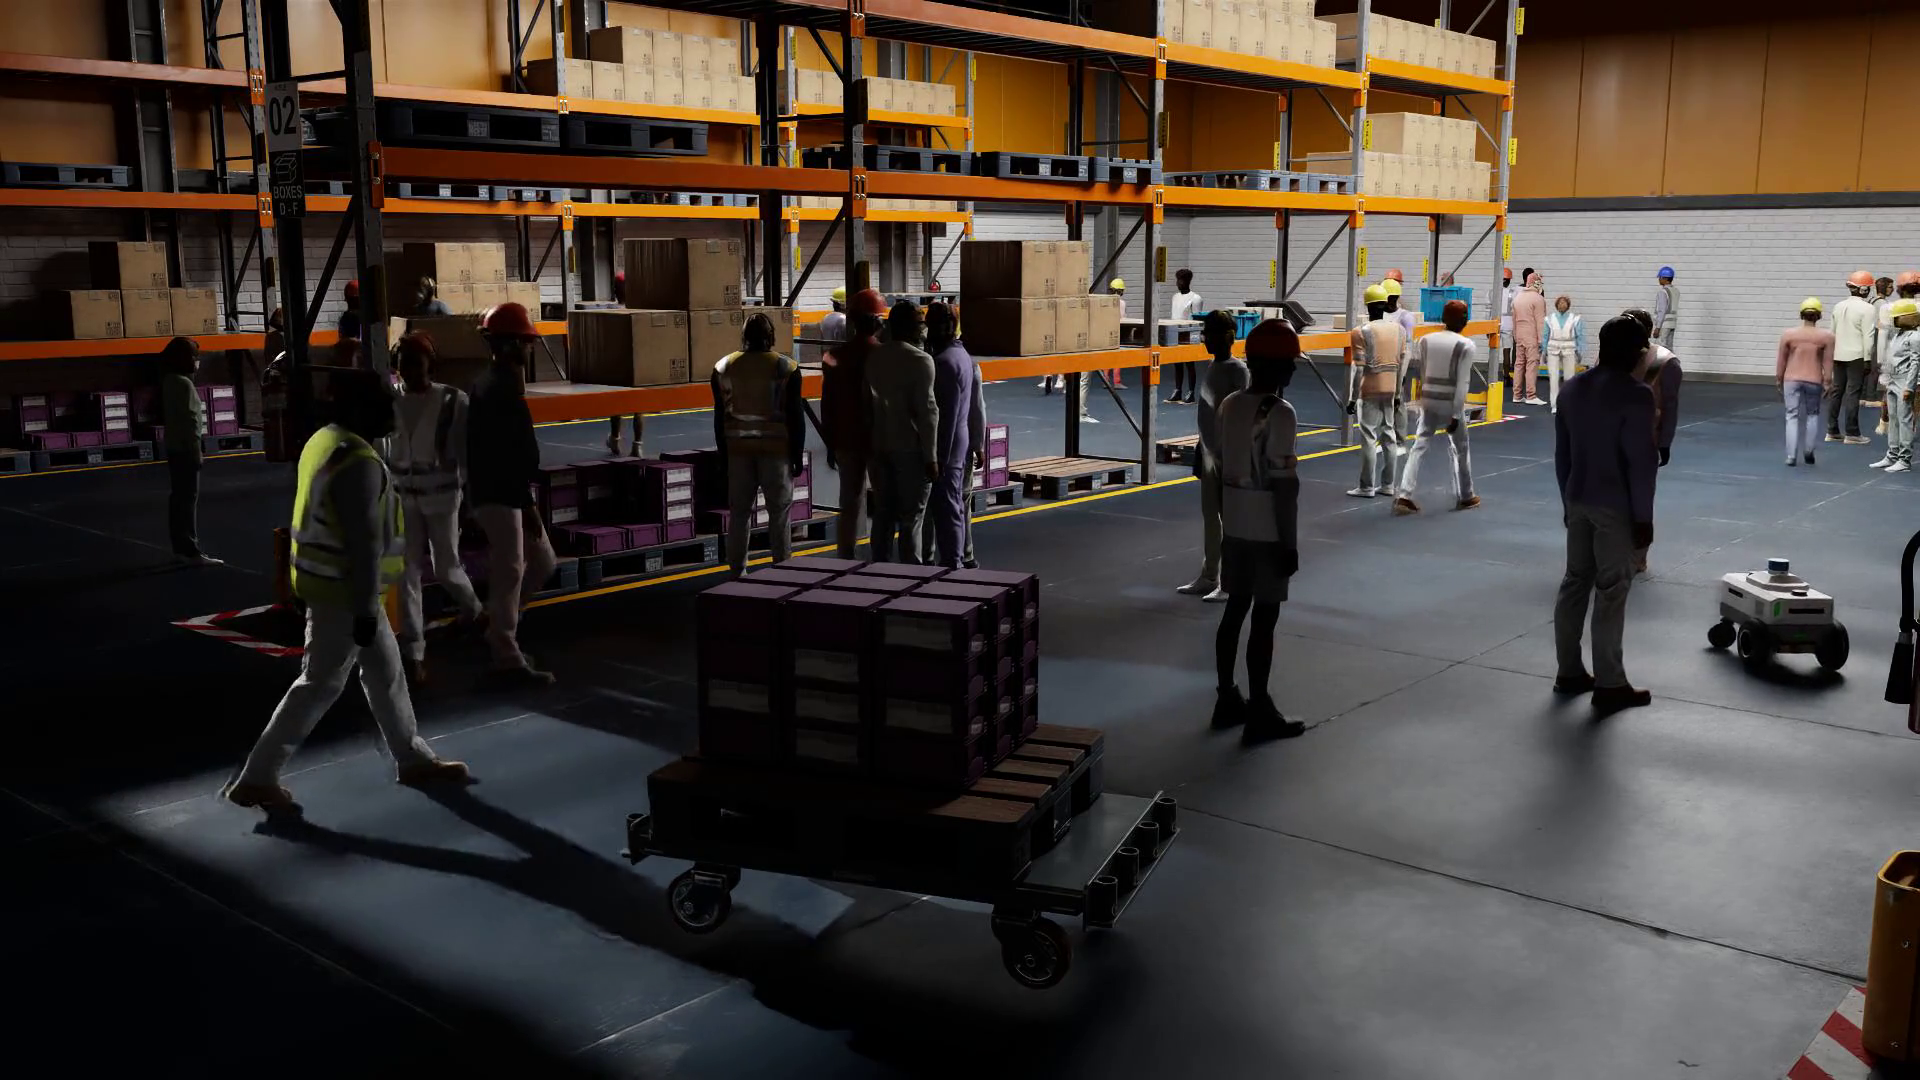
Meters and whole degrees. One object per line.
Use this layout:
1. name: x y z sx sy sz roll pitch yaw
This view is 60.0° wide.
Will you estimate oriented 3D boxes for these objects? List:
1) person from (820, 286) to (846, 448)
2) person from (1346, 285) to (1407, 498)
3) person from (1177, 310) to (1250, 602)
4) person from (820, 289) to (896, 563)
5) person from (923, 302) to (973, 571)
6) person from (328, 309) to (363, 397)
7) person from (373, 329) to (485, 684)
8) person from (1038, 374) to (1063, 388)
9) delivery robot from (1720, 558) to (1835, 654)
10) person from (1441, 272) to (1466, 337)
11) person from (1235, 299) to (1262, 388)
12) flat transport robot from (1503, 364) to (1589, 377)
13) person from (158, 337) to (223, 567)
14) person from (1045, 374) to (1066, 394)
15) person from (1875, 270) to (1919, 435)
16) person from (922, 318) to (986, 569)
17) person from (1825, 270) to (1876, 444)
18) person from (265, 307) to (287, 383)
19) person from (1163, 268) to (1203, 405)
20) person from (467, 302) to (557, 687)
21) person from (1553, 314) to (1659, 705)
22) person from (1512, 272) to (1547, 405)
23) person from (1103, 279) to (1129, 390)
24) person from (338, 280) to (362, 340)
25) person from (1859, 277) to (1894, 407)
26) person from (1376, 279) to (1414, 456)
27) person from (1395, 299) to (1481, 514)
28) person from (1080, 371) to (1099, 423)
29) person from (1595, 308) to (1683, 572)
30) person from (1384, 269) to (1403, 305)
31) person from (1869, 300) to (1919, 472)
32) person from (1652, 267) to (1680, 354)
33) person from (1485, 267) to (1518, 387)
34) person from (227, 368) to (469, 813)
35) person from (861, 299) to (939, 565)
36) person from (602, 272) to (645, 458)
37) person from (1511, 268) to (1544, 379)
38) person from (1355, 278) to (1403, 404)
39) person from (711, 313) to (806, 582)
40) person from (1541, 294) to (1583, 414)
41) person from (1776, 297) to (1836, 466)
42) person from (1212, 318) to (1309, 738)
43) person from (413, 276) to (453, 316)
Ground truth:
1. person: -1.323 -1.917 18.625 0.403 1.828 0.593 -7 12 -36
2. person: 3.747 -1.338 15.056 0.589 1.924 0.384 -5 11 -25
3. person: 1.646 -0.538 10.666 0.328 1.870 0.510 -4 11 -23
4. person: -0.592 -0.623 10.790 0.622 1.990 0.401 4 11 22
5. person: -0.129 -0.585 10.811 0.409 1.909 0.652 1 10 6
6. person: -5.797 -1.346 15.782 0.535 1.677 0.551 5 11 25
7. person: -2.814 -0.213 8.896 0.585 1.852 0.844 1 10 3
8. person: 1.514 -3.389 26.893 0.530 1.869 0.311 6 12 30
9. delivery robot: 4.468 0.344 9.111 0.477 0.478 0.707 0 10 2
10. person: 8.011 -3.465 27.343 0.643 1.876 0.885 1 10 4
11. person: 3.600 -2.122 20.338 0.511 1.638 0.309 5 11 25
12. flat transport robot: 10.217 -2.941 28.888 1.431 0.197 0.652 2 10 11
13. person: -5.502 -0.626 11.831 0.289 1.633 0.500 -8 13 -39
14. person: 1.532 -3.158 25.541 0.648 1.892 0.611 3 10 14
15. person: 11.167 -2.182 19.672 0.622 1.996 1.064 3 10 15
16. person: -0.102 -0.673 11.531 0.590 1.833 0.404 2 10 12
17. person: 10.343 -2.115 19.280 0.392 1.995 0.612 -2 10 -14
18. person: -7.270 -1.689 17.913 0.494 1.625 0.283 6 11 30
19. person: 3.232 -2.938 24.045 0.368 1.966 0.603 -7 12 -34
20. person: -2.298 -0.218 8.508 0.421 1.981 0.642 -1 10 -7
21. person: 3.211 -0.150 8.271 0.371 1.934 0.627 -4 11 -20
22. person: 8.265 -2.908 24.061 0.409 1.904 0.640 -3 11 -19
23. person: 2.483 -3.285 26.594 0.330 1.768 0.526 -7 12 -35
24. person: -6.312 -1.759 17.464 0.391 1.926 0.542 -6 11 -29
25. person: 13.053 -2.813 23.683 0.325 1.843 0.517 1 10 6
26. person: 4.670 -1.873 18.120 0.394 1.919 0.589 -5 11 -27
27. person: 4.104 -1.127 14.155 1.015 1.837 0.577 -9 13 -42
28. person: 1.644 -2.327 21.516 0.286 1.633 0.499 -1 10 -5
29. person: 4.679 -0.698 11.651 0.430 1.845 0.624 -9 14 -42
30. person: 6.680 -3.232 25.810 0.364 1.936 0.542 -3 10 -18
31. person: 9.512 -1.558 16.847 0.307 1.736 0.484 1 10 6
32. person: 11.658 -3.540 27.531 0.395 1.945 0.614 10 14 44
33. person: 8.823 -3.454 27.066 0.543 1.939 0.355 7 12 35
34. person: -2.536 0.203 6.708 0.934 1.791 0.676 -5 11 -28
35. person: -0.364 -0.545 10.508 0.379 1.937 0.629 -9 13 -41
36. person: -3.590 -1.868 17.874 0.640 1.986 1.042 -4 11 -23
37. person: 9.735 -3.718 28.629 0.597 1.917 0.383 5 11 28
38. person: 5.935 -2.817 23.766 0.594 1.827 0.620 -7 12 -34
39. person: -1.320 -0.579 11.016 0.622 1.835 0.430 2 10 10
40. person: 8.214 -2.539 22.721 0.538 1.625 0.388 4 11 23
41. person: 8.792 -1.646 17.343 0.532 1.742 0.676 5 11 26
42. person: 1.410 -0.058 7.734 0.375 1.935 0.551 -5 11 -24
43. person: -6.075 -2.066 19.166 0.635 1.936 0.354 7 12 34
